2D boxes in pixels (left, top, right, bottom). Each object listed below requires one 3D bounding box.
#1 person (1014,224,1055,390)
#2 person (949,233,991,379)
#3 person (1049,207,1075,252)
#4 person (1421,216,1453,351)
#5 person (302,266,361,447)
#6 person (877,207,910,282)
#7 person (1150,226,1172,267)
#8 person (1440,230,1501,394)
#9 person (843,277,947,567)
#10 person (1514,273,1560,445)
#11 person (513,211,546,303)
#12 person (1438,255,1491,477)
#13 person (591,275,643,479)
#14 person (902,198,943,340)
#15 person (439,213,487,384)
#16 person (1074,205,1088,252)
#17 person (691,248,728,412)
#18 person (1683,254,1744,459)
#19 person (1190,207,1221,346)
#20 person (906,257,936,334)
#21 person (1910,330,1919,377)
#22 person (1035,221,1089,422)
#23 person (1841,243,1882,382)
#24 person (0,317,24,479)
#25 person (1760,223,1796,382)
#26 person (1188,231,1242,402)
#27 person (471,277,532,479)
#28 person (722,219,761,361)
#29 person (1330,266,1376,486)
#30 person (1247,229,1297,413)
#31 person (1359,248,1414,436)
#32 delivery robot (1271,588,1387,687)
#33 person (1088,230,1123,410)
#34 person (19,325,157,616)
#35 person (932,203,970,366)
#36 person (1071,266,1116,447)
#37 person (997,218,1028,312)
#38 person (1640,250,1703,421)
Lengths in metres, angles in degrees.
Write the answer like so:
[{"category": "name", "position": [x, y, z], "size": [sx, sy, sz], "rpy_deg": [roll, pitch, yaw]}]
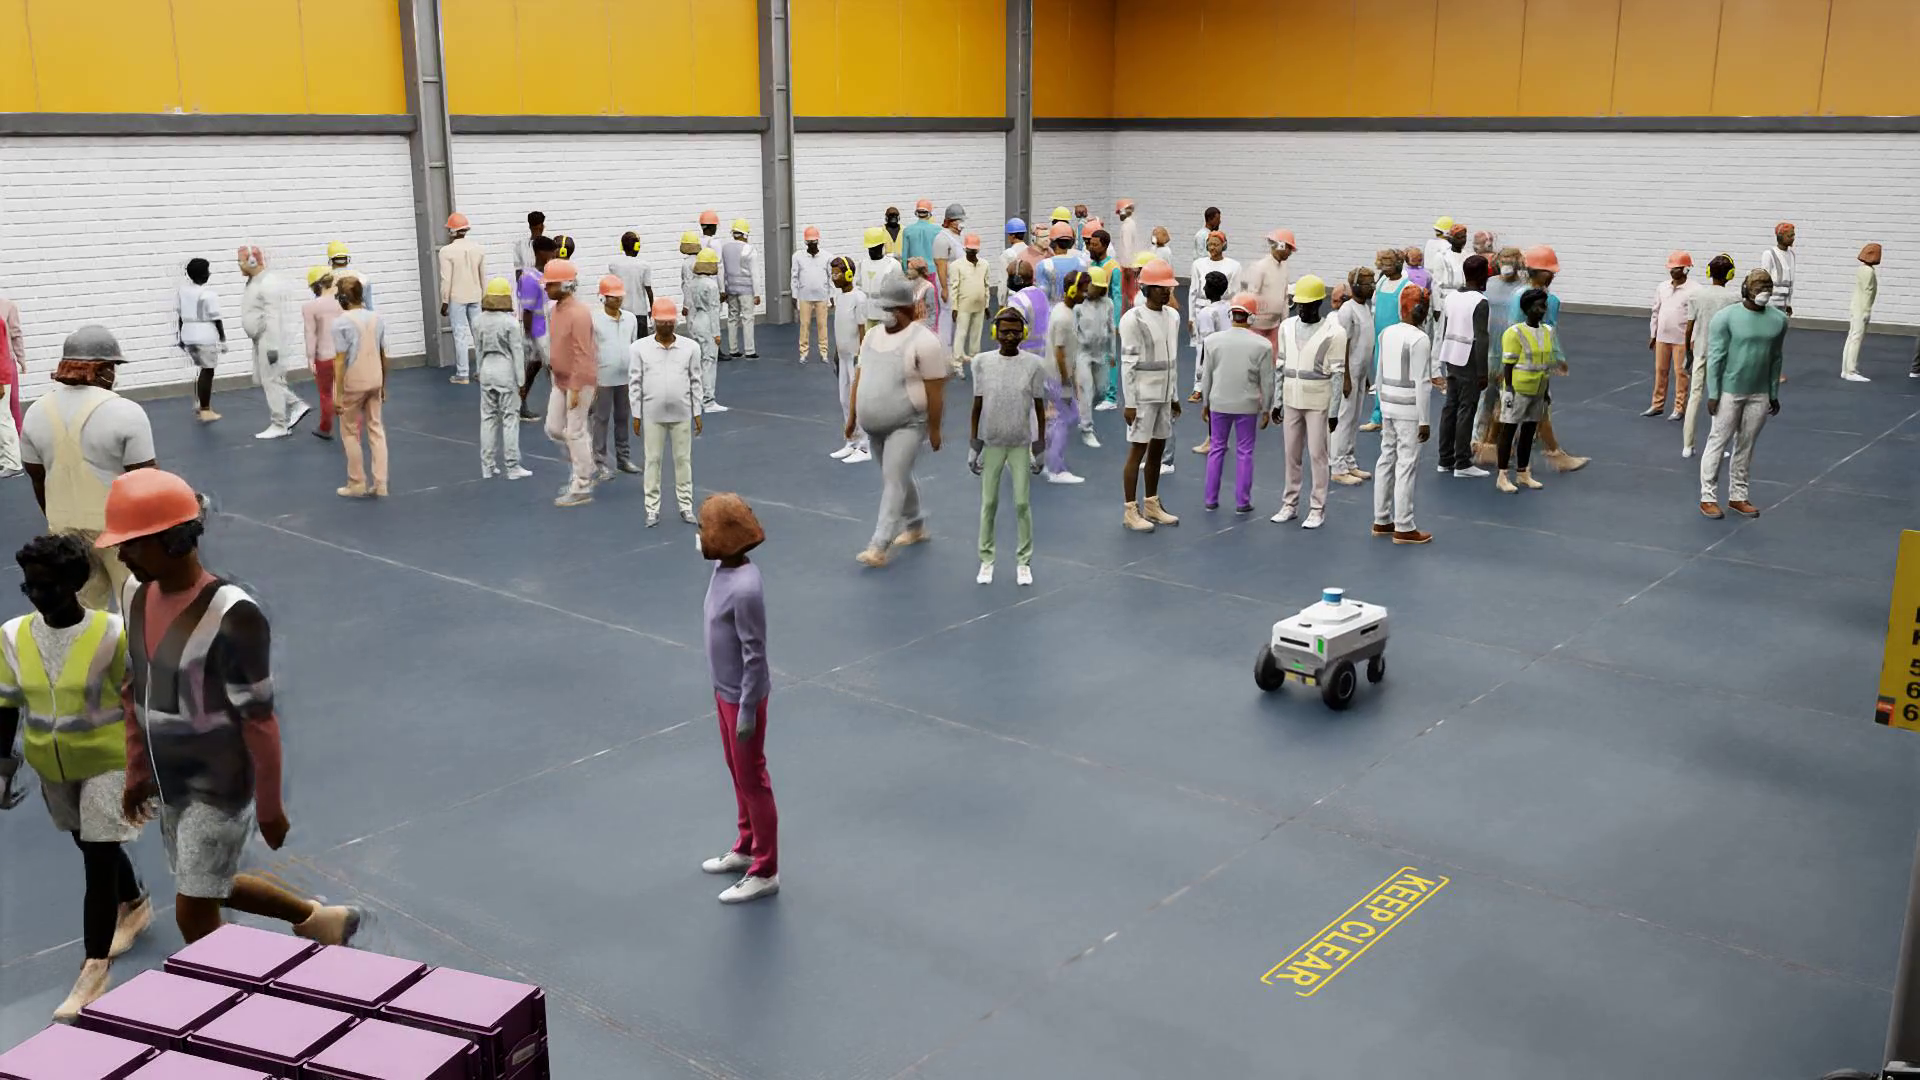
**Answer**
[{"category": "person", "position": [0.914, -2.637, 18.985], "size": [0.639, 1.908, 0.409], "rpy_deg": [-12, 18, -40]}, {"category": "person", "position": [0.139, -2.814, 20.006], "size": [0.571, 1.747, 0.338], "rpy_deg": [-9, 17, -32]}, {"category": "person", "position": [1.368, -3.525, 22.485], "size": [0.354, 1.930, 0.587], "rpy_deg": [3, 14, 14]}, {"category": "person", "position": [6.332, -3.351, 21.986], "size": [0.404, 1.833, 0.591], "rpy_deg": [-5, 15, -21]}, {"category": "person", "position": [-5.977, -1.735, 15.787], "size": [0.534, 1.696, 0.900], "rpy_deg": [-13, 19, -41]}, {"category": "person", "position": [-0.983, -3.928, 24.278], "size": [0.624, 1.844, 0.429], "rpy_deg": [-3, 14, -14]}, {"category": "person", "position": [2.749, -3.522, 23.070], "size": [0.280, 1.635, 0.501], "rpy_deg": [-7, 16, -26]}, {"category": "person", "position": [5.972, -2.562, 18.790], "size": [0.918, 1.869, 0.650], "rpy_deg": [-5, 15, -18]}, {"category": "person", "position": [-0.484, -0.882, 11.700], "size": [0.683, 2.000, 0.987], "rpy_deg": [13, 19, 42]}, {"category": "person", "position": [5.479, -1.783, 15.882], "size": [0.327, 1.752, 0.563], "rpy_deg": [11, 18, 37]}, {"category": "person", "position": [-5.260, -3.127, 20.819], "size": [0.607, 1.966, 0.367], "rpy_deg": [2, 14, 6]}, {"category": "person", "position": [4.389, -1.500, 14.460], "size": [0.390, 1.899, 0.588], "rpy_deg": [-4, 15, -15]}, {"category": "person", "position": [-2.989, -1.418, 14.418], "size": [0.338, 1.752, 0.564], "rpy_deg": [12, 19, 40]}, {"category": "person", "position": [-0.506, -3.806, 23.477], "size": [0.623, 1.992, 0.396], "rpy_deg": [1, 14, 5]}, {"category": "person", "position": [-5.863, -2.849, 19.646], "size": [0.375, 1.995, 0.625], "rpy_deg": [11, 18, 38]}, {"category": "person", "position": [2.150, -5.080, 29.310], "size": [0.312, 1.634, 0.514], "rpy_deg": [2, 14, 10]}, {"category": "person", "position": [-2.682, -2.232, 17.720], "size": [0.329, 1.734, 0.481], "rpy_deg": [-9, 17, -32]}, {"category": "person", "position": [6.868, -1.665, 15.175], "size": [0.510, 1.872, 0.328], "rpy_deg": [11, 18, 37]}, {"category": "person", "position": [3.380, -3.620, 22.912], "size": [0.387, 1.910, 0.593], "rpy_deg": [8, 16, 29]}, {"category": "person", "position": [-0.438, -2.214, 17.838], "size": [0.309, 1.636, 0.522], "rpy_deg": [-9, 17, -33]}, {"category": "person", "position": [11.744, -2.869, 19.916], "size": [0.396, 1.909, 0.589], "rpy_deg": [-1, 14, -5]}, {"category": "person", "position": [1.027, -2.244, 17.136], "size": [0.615, 2.041, 0.388], "rpy_deg": [-6, 15, -24]}, {"category": "person", "position": [10.791, -2.722, 19.875], "size": [0.286, 1.633, 0.500], "rpy_deg": [5, 15, 18]}, {"category": "person", "position": [-8.416, -1.405, 14.401], "size": [0.575, 1.739, 0.350], "rpy_deg": [13, 19, 41]}, {"category": "person", "position": [9.652, -2.797, 19.674], "size": [0.572, 1.883, 0.356], "rpy_deg": [-9, 17, -33]}, {"category": "person", "position": [2.776, -2.435, 18.228], "size": [0.576, 1.882, 0.355], "rpy_deg": [6, 15, 22]}, {"category": "person", "position": [-3.967, -1.394, 14.374], "size": [0.484, 1.734, 0.341], "rpy_deg": [5, 15, 18]}, {"category": "person", "position": [-2.828, -3.236, 21.549], "size": [0.595, 1.824, 0.403], "rpy_deg": [8, 16, 29]}, {"category": "person", "position": [3.359, -1.395, 14.144], "size": [0.346, 1.846, 0.505], "rpy_deg": [8, 16, 30]}, {"category": "person", "position": [3.158, -2.284, 17.507], "size": [0.693, 1.944, 0.594], "rpy_deg": [-13, 19, -43]}, {"category": "person", "position": [4.220, -1.935, 16.316], "size": [0.344, 1.839, 0.504], "rpy_deg": [-8, 16, -28]}, {"category": "delivery robot", "position": [2.000, 0.504, 8.983], "size": [0.477, 0.478, 0.707], "rpy_deg": [13, 19, 42]}, {"category": "person", "position": [1.526, -2.358, 17.839], "size": [0.370, 1.920, 0.597], "rpy_deg": [-8, 16, -28]}, {"category": "person", "position": [-4.384, -0.104, 8.590], "size": [0.682, 2.000, 0.536], "rpy_deg": [2, 14, 9]}, {"category": "person", "position": [-0.030, -3.252, 21.171], "size": [0.538, 2.000, 0.683], "rpy_deg": [7, 16, 25]}, {"category": "person", "position": [1.219, -1.767, 15.895], "size": [0.523, 1.711, 0.627], "rpy_deg": [-6, 15, -22]}, {"category": "person", "position": [0.682, -2.814, 19.628], "size": [0.608, 1.940, 0.416], "rpy_deg": [-12, 18, -39]}, {"category": "person", "position": [7.364, -2.107, 17.177], "size": [0.341, 1.749, 0.572], "rpy_deg": [-9, 16, -31]}]
